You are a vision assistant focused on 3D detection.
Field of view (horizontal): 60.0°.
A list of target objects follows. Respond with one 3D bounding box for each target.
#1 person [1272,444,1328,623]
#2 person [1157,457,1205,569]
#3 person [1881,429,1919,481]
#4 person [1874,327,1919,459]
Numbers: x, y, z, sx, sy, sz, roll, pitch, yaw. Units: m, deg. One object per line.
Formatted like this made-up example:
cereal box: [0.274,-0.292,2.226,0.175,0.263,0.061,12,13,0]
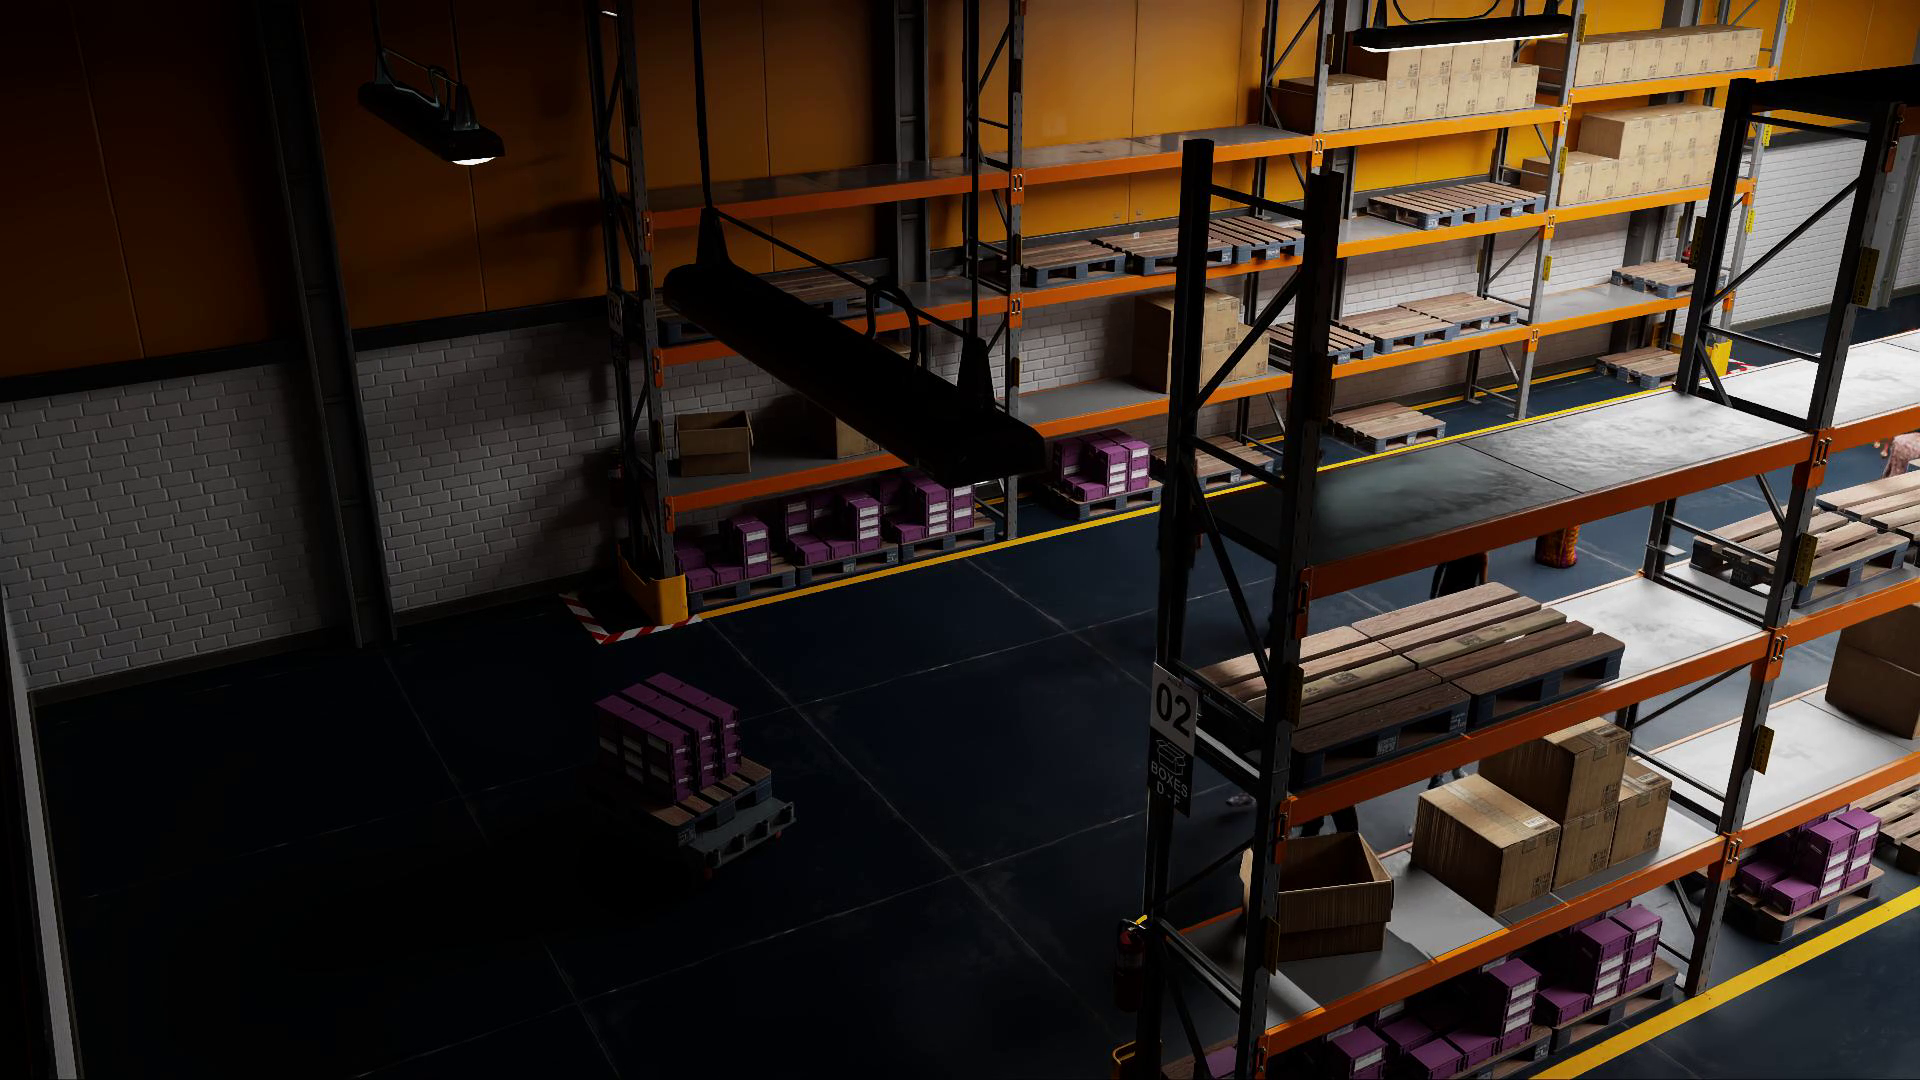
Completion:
person: [3.256,0.009,16.112,0.875,1.928,0.931,15,28,31]
person: [2.107,0.105,16.070,1.108,1.787,1.192,6,24,14]
person: [9.775,-0.444,17.322,0.908,1.790,0.747,-11,26,-24]
person: [11.675,-1.862,20.699,0.709,1.683,0.758,12,27,26]
